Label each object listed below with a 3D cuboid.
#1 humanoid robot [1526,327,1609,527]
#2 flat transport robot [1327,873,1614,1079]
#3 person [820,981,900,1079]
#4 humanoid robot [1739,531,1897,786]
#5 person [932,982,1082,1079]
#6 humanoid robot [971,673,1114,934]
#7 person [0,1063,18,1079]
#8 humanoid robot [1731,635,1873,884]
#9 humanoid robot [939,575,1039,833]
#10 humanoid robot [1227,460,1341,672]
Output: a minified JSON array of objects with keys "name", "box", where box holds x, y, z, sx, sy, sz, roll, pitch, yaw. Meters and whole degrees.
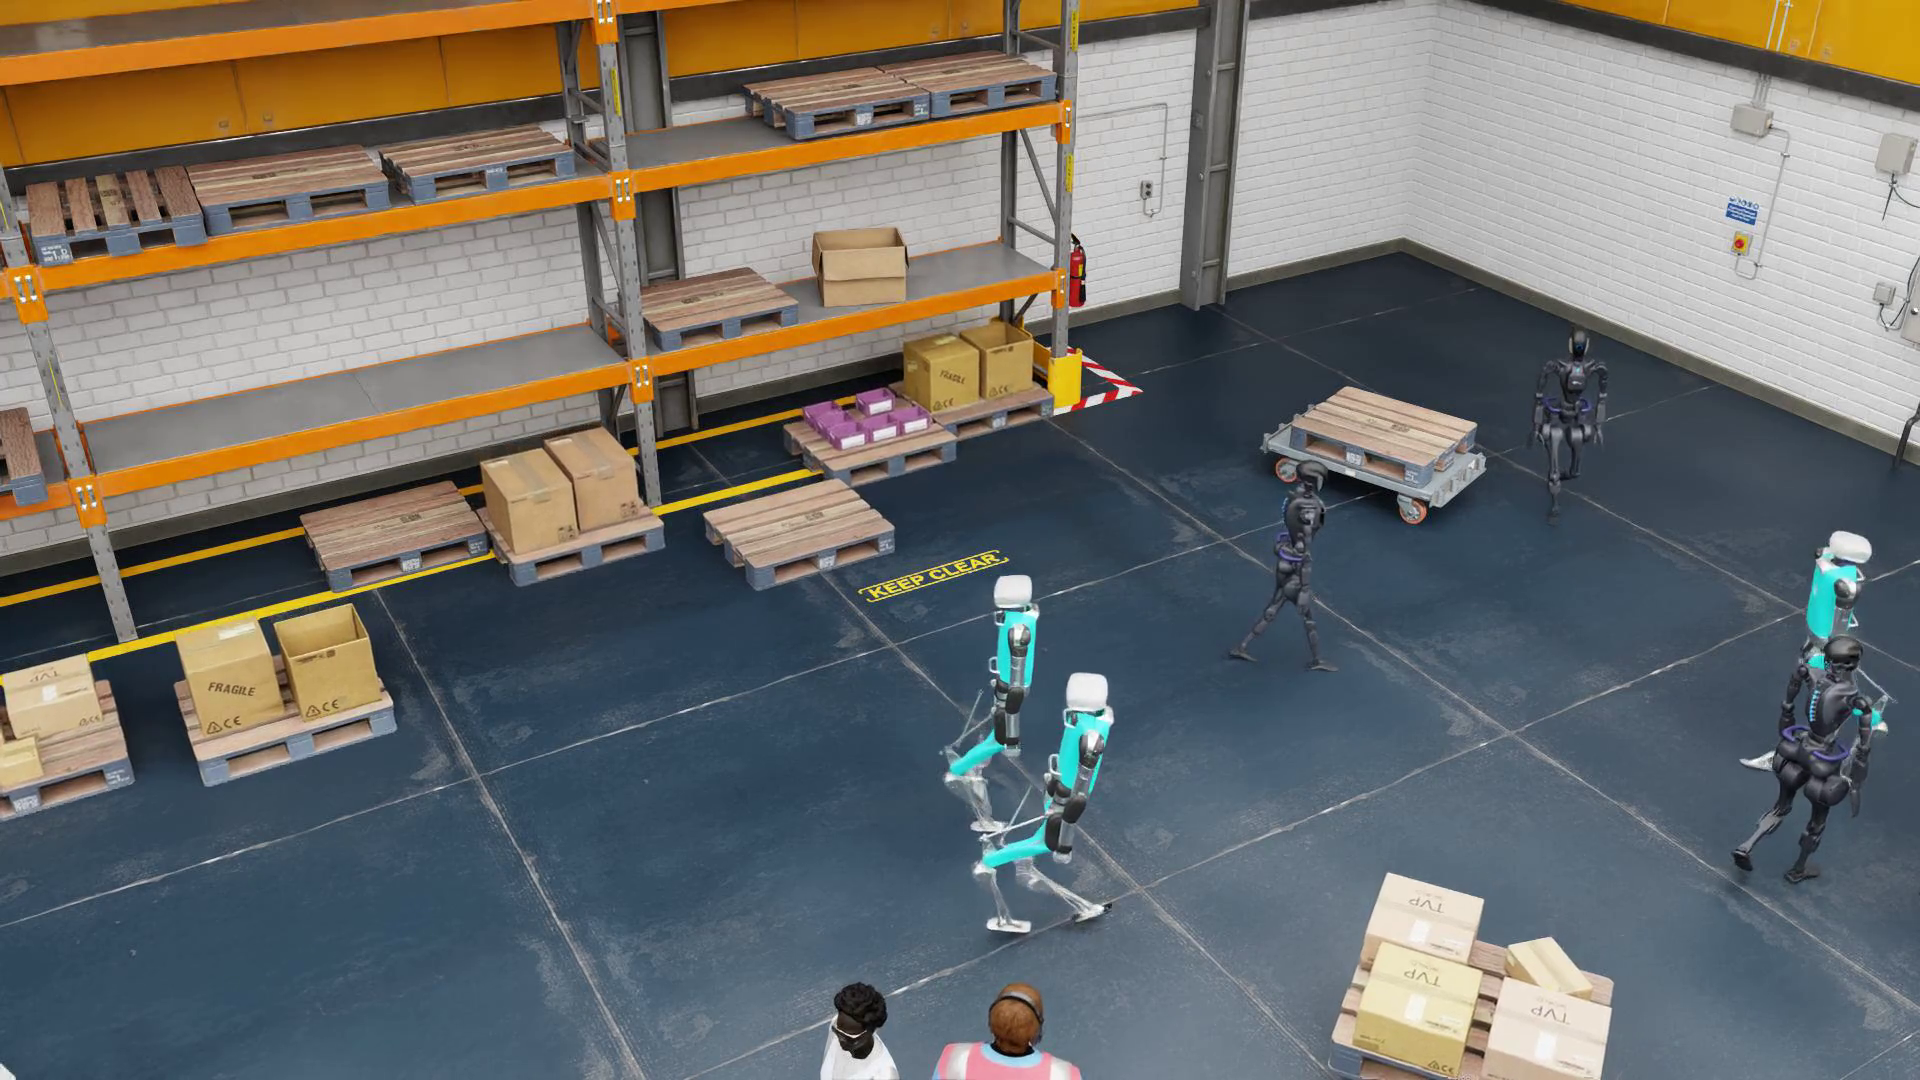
[{"name":"humanoid robot","box":[4.839,-0.965,13.270,0.594,1.631,0.600,3,30,5]},{"name":"flat transport robot","box":[2.546,2.601,8.369,0.659,0.231,1.431,13,32,21]},{"name":"person","box":[-0.418,2.532,7.037,0.318,1.699,0.533,-16,33,-27]},{"name":"humanoid robot","box":[5.403,0.785,10.112,0.875,1.787,0.554,4,30,8]},{"name":"person","box":[0.203,2.562,6.856,0.629,1.836,0.431,6,30,10]},{"name":"humanoid robot","box":[0.397,1.468,8.885,0.955,1.736,0.530,1,29,1]},{"name":"person","box":[-4.928,2.137,7.844,0.848,1.588,0.514,-14,32,-23]},{"name":"humanoid robot","box":[4.770,1.262,9.316,0.561,1.636,0.585,-14,32,-23]},{"name":"humanoid robot","box":[0.125,1.053,9.709,0.712,1.871,0.552,0,29,0]},{"name":"humanoid robot","box":[2.274,0.171,11.306,0.790,1.636,0.615,2,30,3]}]
